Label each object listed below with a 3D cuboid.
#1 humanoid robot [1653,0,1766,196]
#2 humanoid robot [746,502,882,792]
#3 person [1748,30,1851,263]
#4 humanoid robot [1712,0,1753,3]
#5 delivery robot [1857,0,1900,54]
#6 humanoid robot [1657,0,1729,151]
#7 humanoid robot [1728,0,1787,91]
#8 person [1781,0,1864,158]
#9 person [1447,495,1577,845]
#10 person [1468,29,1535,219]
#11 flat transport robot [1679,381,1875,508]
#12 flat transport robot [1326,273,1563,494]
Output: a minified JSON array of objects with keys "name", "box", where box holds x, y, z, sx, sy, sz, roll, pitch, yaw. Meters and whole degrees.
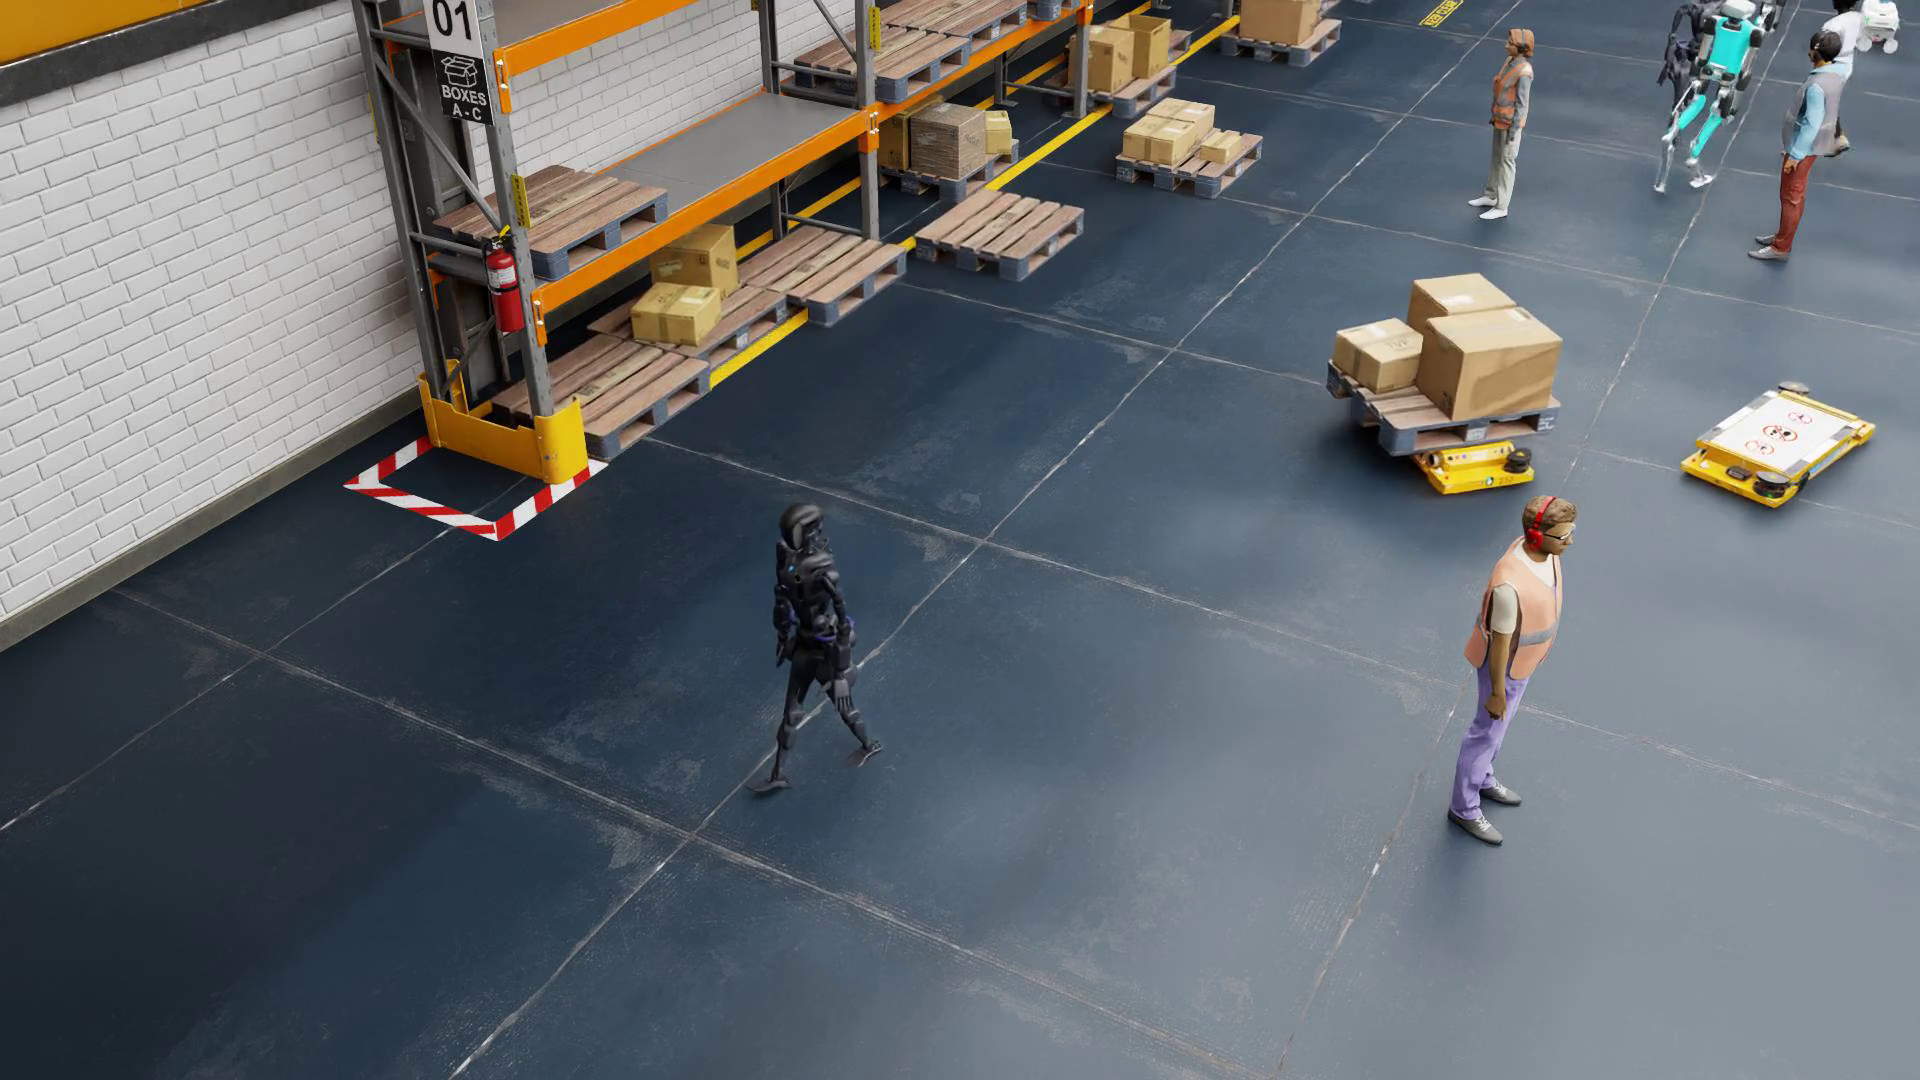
[{"name":"humanoid robot","box":[6.497,-3.801,14.611,1.041,1.769,0.544,-26,41,-34]},{"name":"humanoid robot","box":[-0.711,0.549,8.083,0.771,1.627,0.596,-27,42,-34]},{"name":"person","box":[6.850,-3.180,13.500,0.409,1.876,0.543,20,38,27]},{"name":"humanoid robot","box":[8.299,-5.998,17.992,0.608,1.628,0.787,18,37,25]},{"name":"delivery robot","box":[10.322,-5.819,18.710,0.501,0.614,0.785,13,36,19]},{"name":"humanoid robot","box":[6.929,-4.528,15.721,0.603,1.644,0.439,2,34,3]},{"name":"humanoid robot","box":[7.853,-5.124,16.593,0.550,1.788,0.933,19,38,27]},{"name":"person","box":[8.076,-4.288,15.346,0.556,1.674,0.457,-22,39,-29]},{"name":"person","box":[2.584,0.581,7.839,0.390,1.846,0.566,19,38,27]},{"name":"person","box":[4.706,-3.582,14.321,0.311,1.641,0.512,0,33,0]},{"name":"flat transport robot","box":[5.493,-0.652,11.134,1.431,0.231,0.659,-26,42,-34]},{"name":"flat transport robot","box":[3.243,-0.780,11.328,0.659,0.231,1.431,-8,34,-13]}]
